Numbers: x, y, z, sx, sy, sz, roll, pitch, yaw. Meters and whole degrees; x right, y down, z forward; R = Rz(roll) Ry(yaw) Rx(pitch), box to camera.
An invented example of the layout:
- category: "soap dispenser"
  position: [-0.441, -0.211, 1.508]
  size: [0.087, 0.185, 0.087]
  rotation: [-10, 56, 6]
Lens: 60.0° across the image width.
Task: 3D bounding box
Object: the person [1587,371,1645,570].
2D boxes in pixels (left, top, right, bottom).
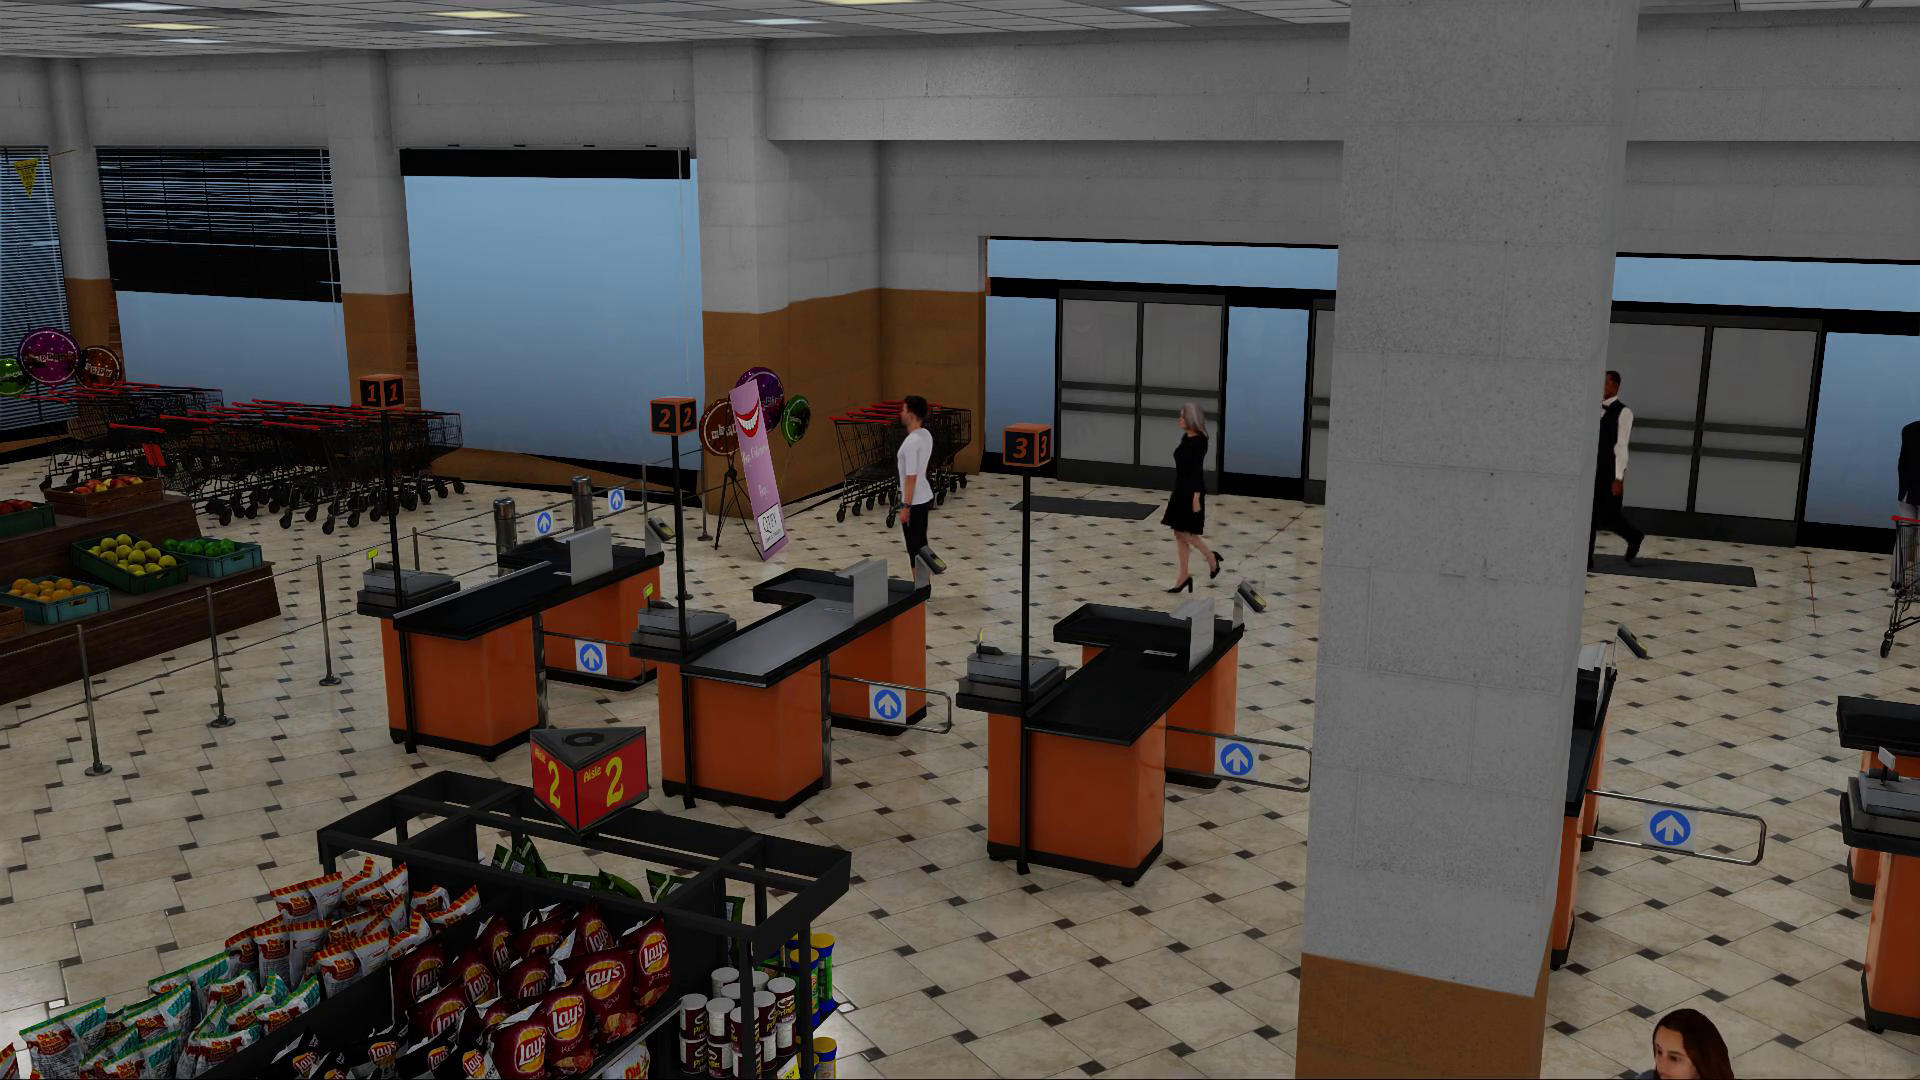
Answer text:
- category: "person"
  position: [6.160, -0.641, 15.716]
  size: [1.173, 1.898, 1.116]
  rotation: [-5, 14, -18]

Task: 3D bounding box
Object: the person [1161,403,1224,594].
- category: "person"
  position: [2.127, -0.363, 14.924]
  size: [0.927, 1.730, 0.885]
  rotation: [-3, 14, -13]

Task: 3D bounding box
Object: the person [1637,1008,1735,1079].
- category: "person"
  position: [2.333, 2.135, 5.230]
  size: [1.000, 1.447, 0.811]
  rotation: [-13, 19, -42]

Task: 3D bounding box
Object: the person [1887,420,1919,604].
- category: "person"
  position: [8.529, -0.426, 14.723]
  size: [0.847, 1.948, 0.783]
  rotation: [-5, 14, -19]

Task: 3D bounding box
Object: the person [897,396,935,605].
- category: "person"
  position: [-0.380, -0.356, 14.639]
  size: [0.758, 1.851, 0.555]
  rotation: [4, 14, 16]
